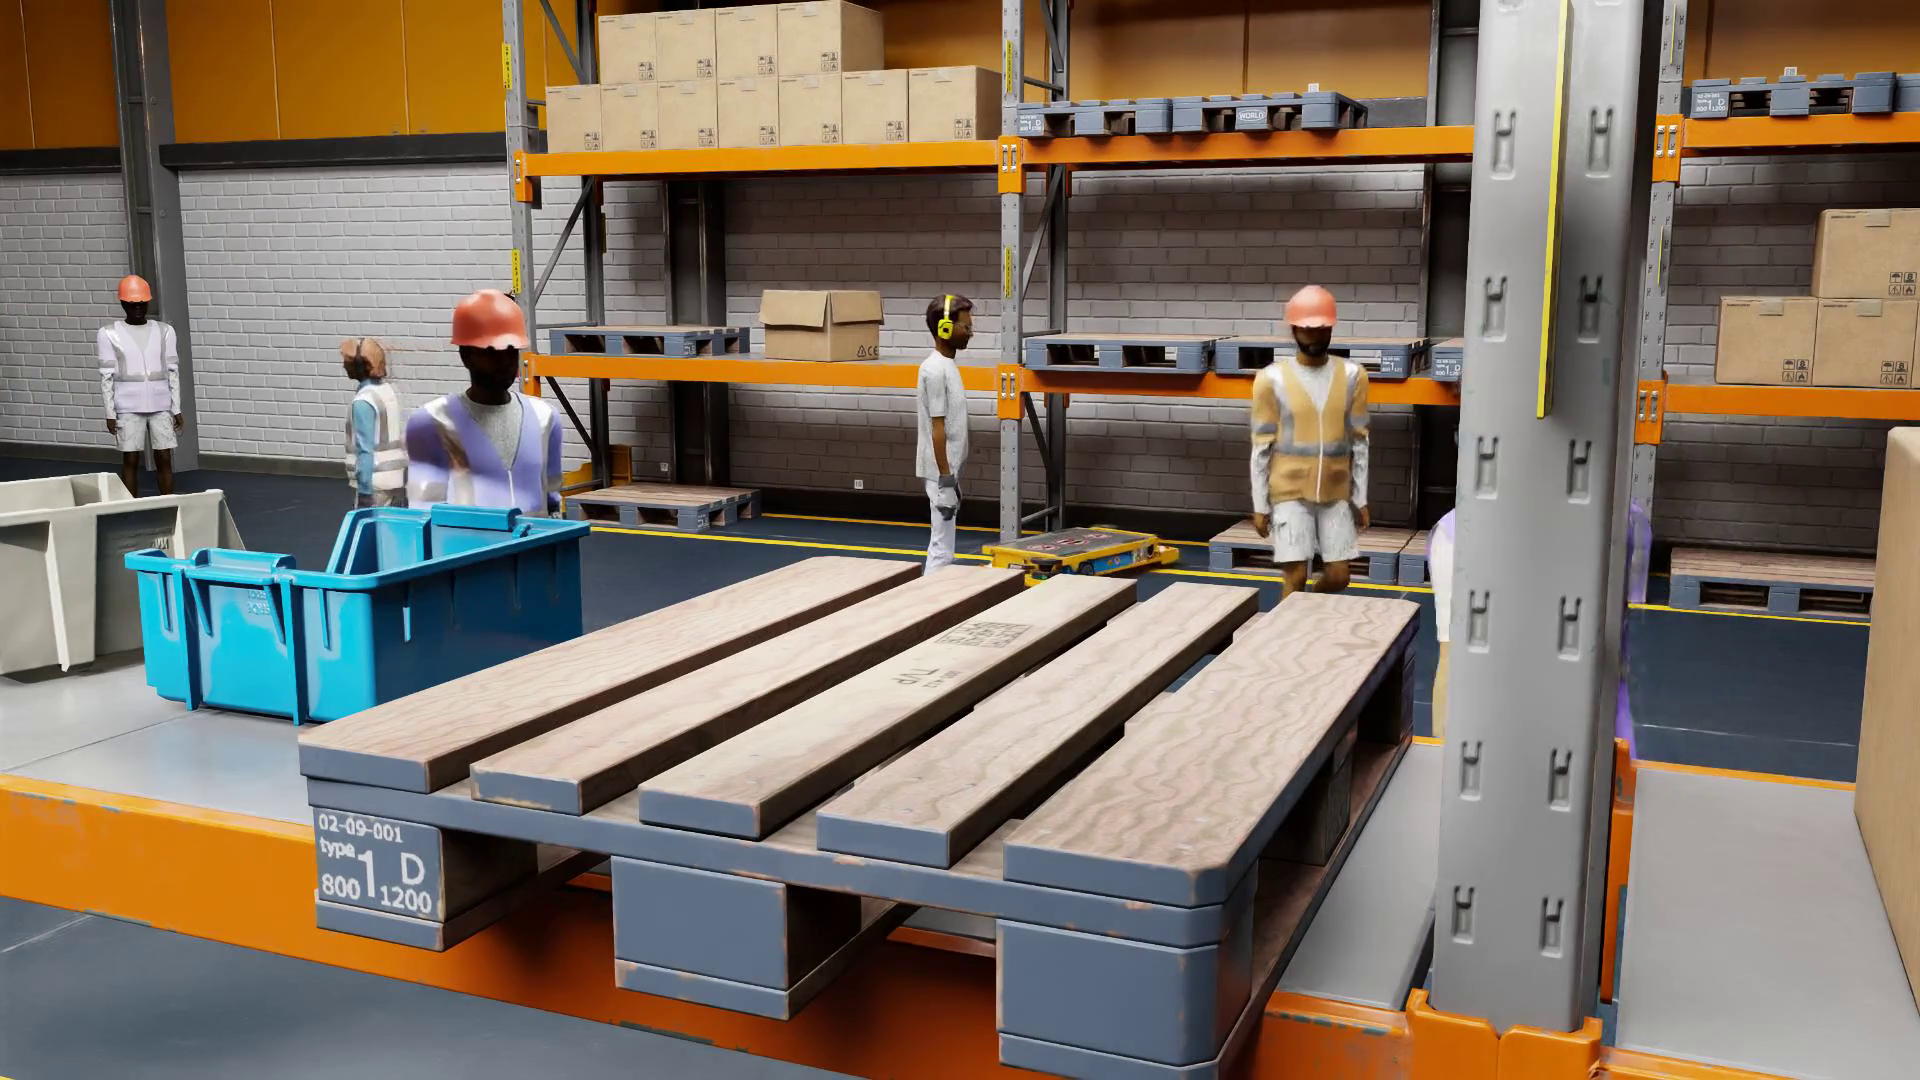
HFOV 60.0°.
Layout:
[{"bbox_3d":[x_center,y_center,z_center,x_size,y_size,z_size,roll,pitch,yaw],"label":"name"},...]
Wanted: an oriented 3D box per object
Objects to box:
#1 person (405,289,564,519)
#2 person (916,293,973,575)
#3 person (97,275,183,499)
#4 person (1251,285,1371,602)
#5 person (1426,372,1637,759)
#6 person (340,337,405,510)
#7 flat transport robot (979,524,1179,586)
[{"bbox_3d":[-1.506,0.161,5.435,0.551,1.933,0.385,-9,13,-43],"label":"person"},{"bbox_3d":[-0.057,-0.302,8.403,0.328,1.870,0.510,0,9,0],"label":"person"},{"bbox_3d":[-6.038,-0.983,12.302,0.543,1.931,0.386,-8,12,-39],"label":"person"},{"bbox_3d":[1.626,-0.233,7.814,0.571,1.921,0.573,-1,10,-5],"label":"person"},{"bbox_3d":[1.284,0.521,3.632,0.576,1.816,0.661,-5,11,-29],"label":"person"},{"bbox_3d":[-3.142,-0.294,9.056,0.445,1.622,0.540,-1,10,-5],"label":"person"},{"bbox_3d":[0.758,0.094,10.799,0.652,0.197,1.431,8,12,40],"label":"flat transport robot"}]
